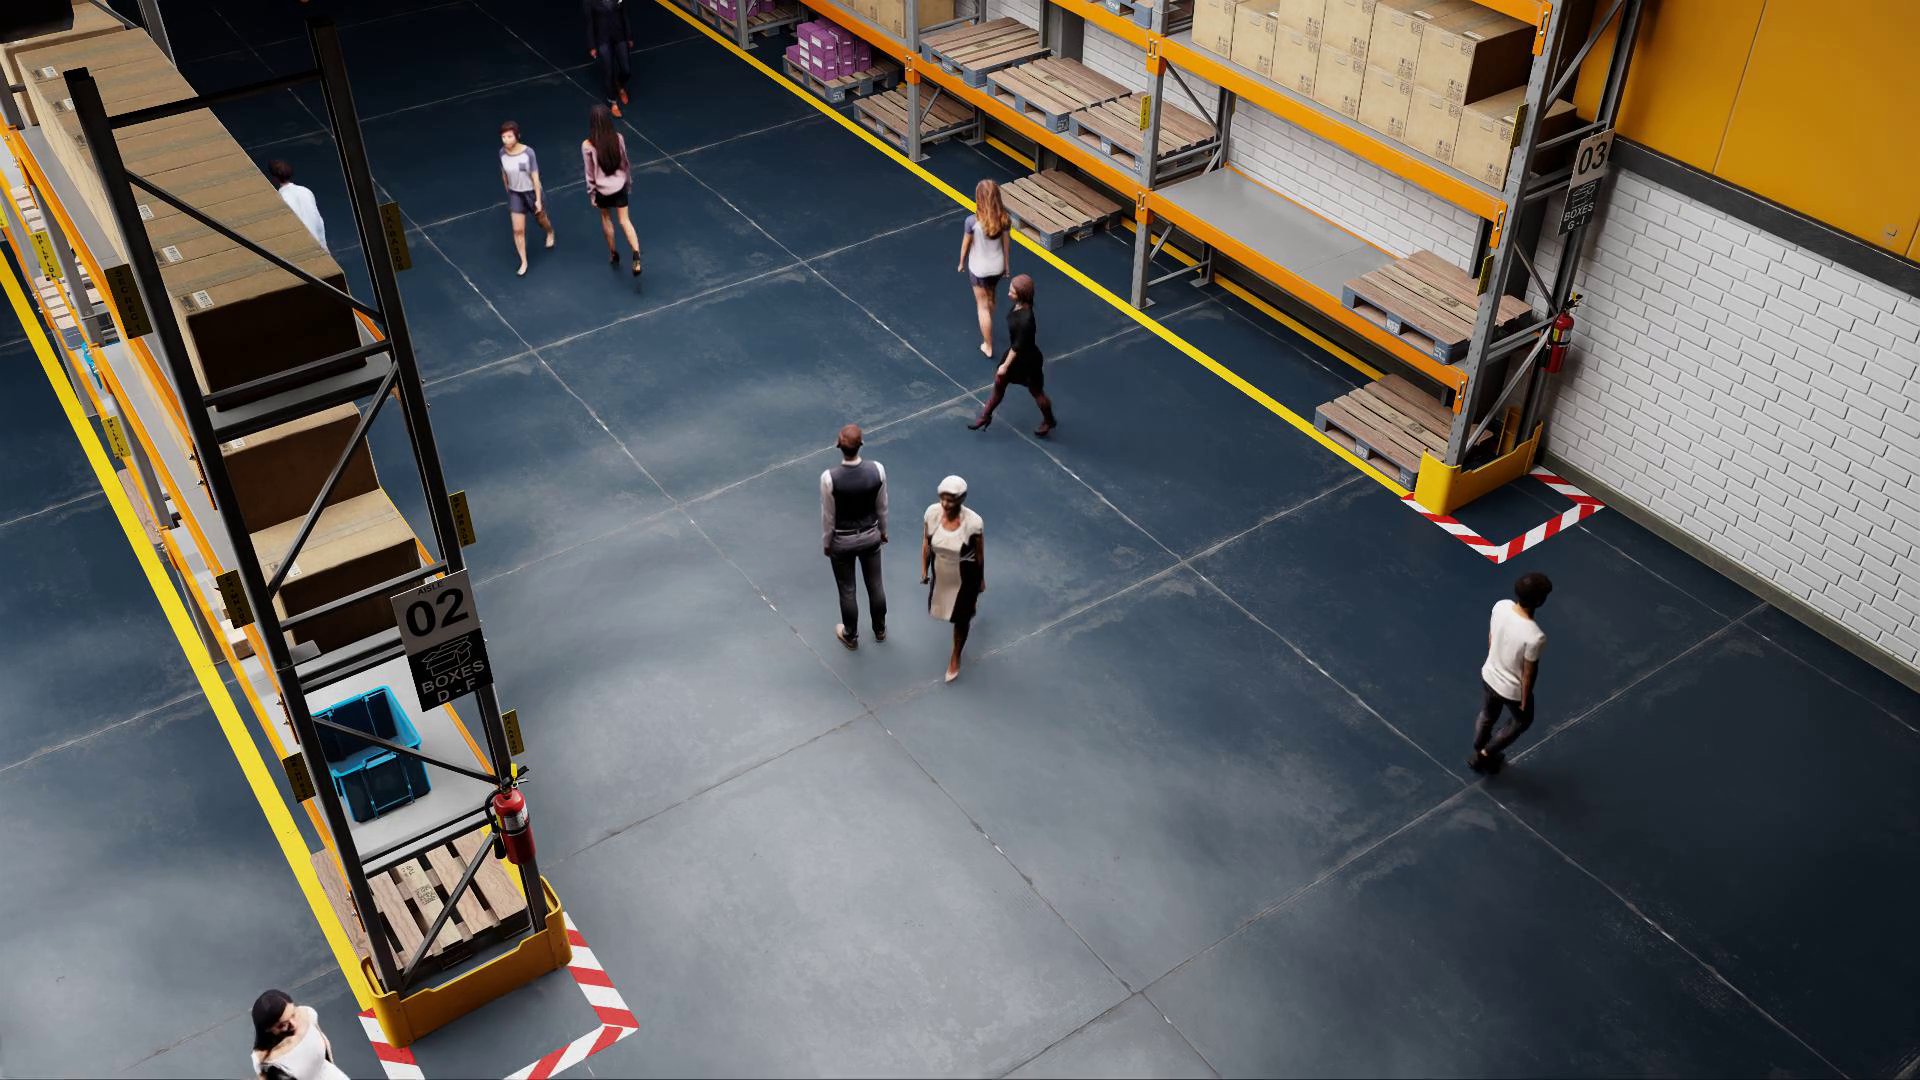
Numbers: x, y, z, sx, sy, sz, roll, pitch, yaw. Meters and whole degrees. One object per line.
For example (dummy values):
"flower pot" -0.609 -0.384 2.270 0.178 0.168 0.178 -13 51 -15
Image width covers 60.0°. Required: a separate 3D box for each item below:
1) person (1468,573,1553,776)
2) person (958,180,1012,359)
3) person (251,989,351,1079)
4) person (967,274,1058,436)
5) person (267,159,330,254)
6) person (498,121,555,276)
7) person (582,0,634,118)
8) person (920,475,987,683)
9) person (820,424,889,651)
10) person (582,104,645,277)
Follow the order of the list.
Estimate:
"person" 3.604 0.932 11.109 0.753 1.717 0.607 -15 41 -18
"person" 0.271 -2.462 15.365 0.713 1.709 0.898 -15 41 -18
"person" -3.439 2.902 8.646 1.280 1.712 0.918 22 44 25
"person" 0.636 -1.532 14.236 0.928 1.665 1.049 -5 39 -6
"person" -6.098 -2.662 15.570 1.268 1.767 1.072 16 41 19
"person" -4.374 -3.529 16.841 0.935 1.534 1.048 2 39 3
"person" -4.138 -5.925 19.624 0.811 1.805 0.824 -14 41 -17
"person" 0.010 0.209 12.000 0.981 1.734 0.954 17 42 20
"person" -0.764 -0.023 12.128 0.721 1.938 0.655 -12 40 -15
"person" -3.420 -3.407 16.485 0.682 1.789 1.025 -20 43 -24
